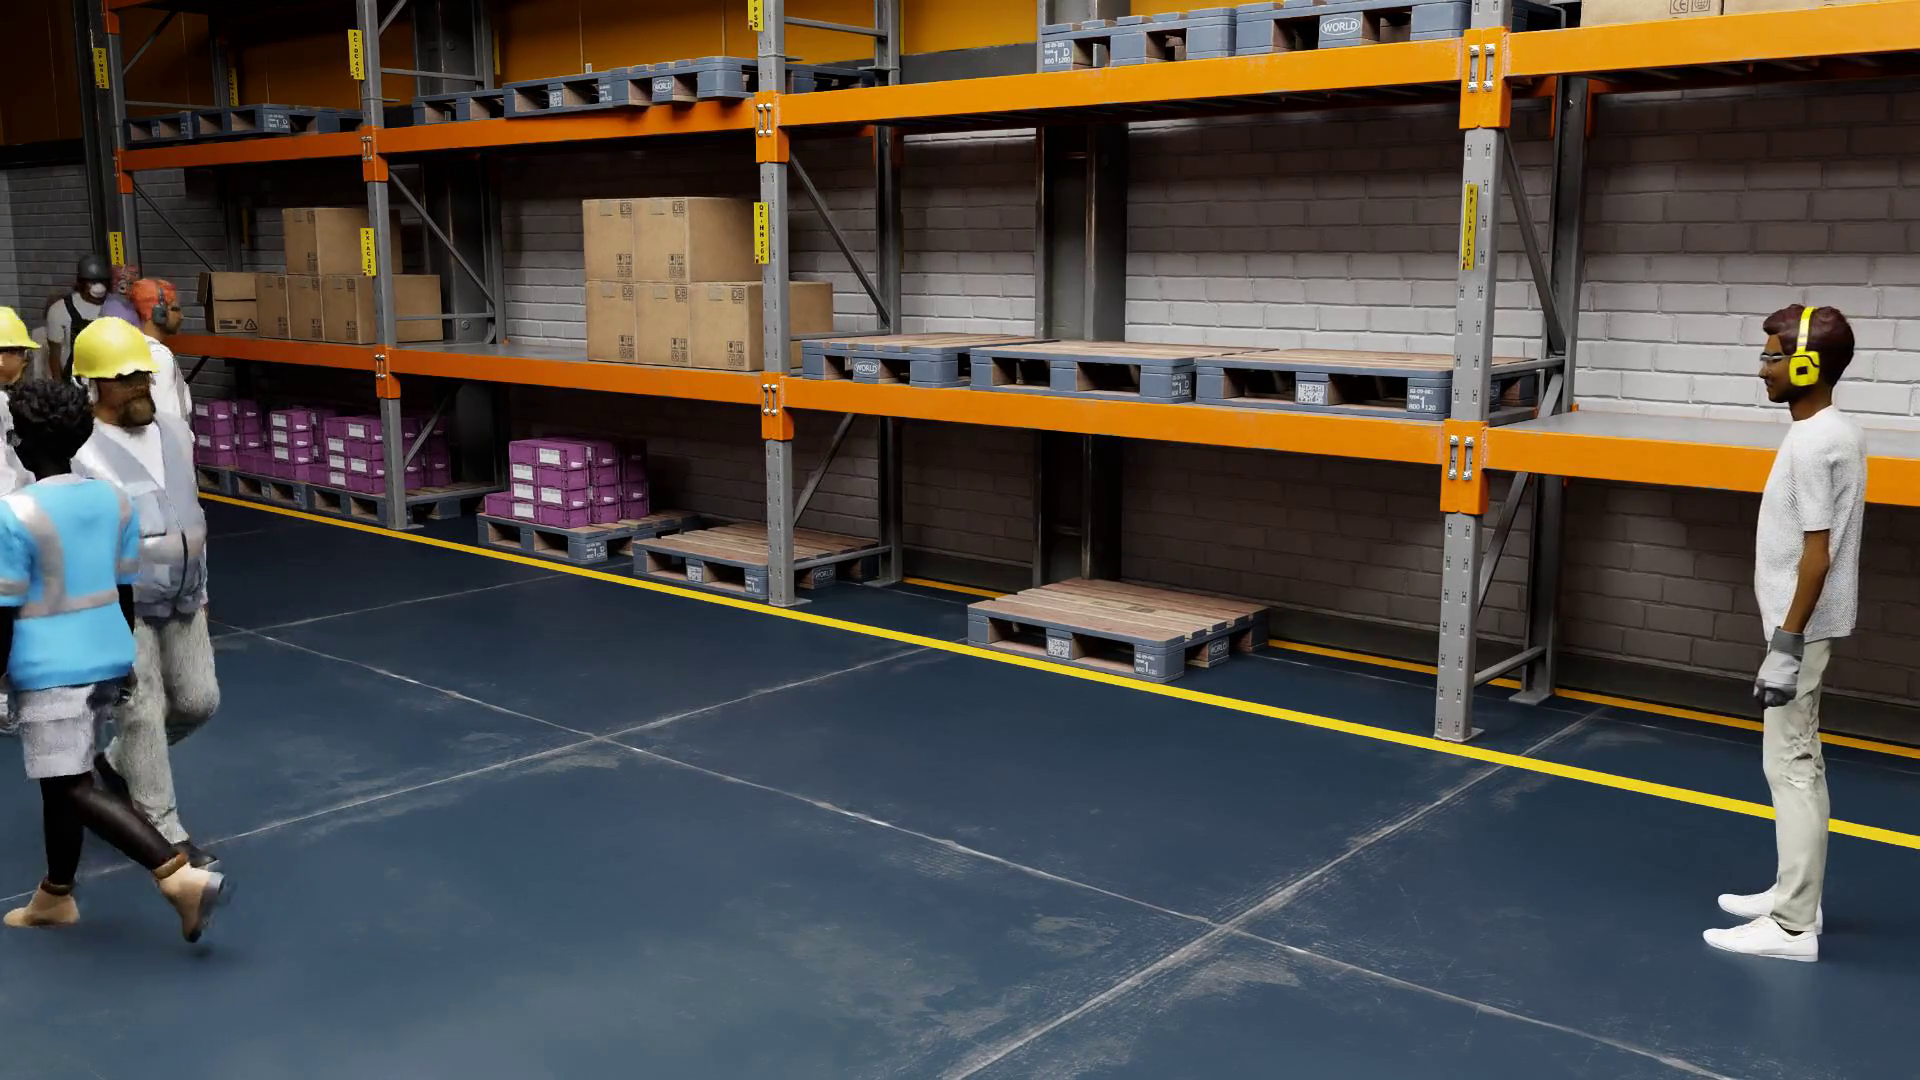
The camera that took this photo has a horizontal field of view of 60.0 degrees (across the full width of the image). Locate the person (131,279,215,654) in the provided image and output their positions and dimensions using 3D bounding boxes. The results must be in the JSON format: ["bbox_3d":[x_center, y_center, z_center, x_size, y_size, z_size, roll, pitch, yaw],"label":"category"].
[{"bbox_3d":[-3.968,-0.344,8.244,0.369,1.873,0.616,-8,13,-39],"label":"person"}]

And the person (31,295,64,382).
[{"bbox_3d":[-7.717,-1.297,14.362,0.502,1.621,0.468,-7,12,-34],"label":"person"}]

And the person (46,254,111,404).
[{"bbox_3d":[-6.789,-1.300,13.183,0.688,2.000,1.052,-8,13,-40],"label":"person"}]

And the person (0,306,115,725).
[{"bbox_3d":[-4.006,-0.052,6.793,0.906,1.799,0.576,-3,11,-19],"label":"person"}]

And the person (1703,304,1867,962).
[{"bbox_3d":[2.374,0.269,4.750,0.311,1.865,0.534,7,12,33],"label":"person"}]

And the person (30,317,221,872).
[{"bbox_3d":[-2.715,0.186,5.395,0.579,1.813,0.587,4,11,19],"label":"person"}]

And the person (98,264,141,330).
[{"bbox_3d":[-6.572,-1.231,13.204,0.414,1.895,0.672,-5,11,-26],"label":"person"}]

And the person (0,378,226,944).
[{"bbox_3d":[-2.481,0.376,4.763,0.781,1.674,0.536,2,10,9],"label":"person"}]
